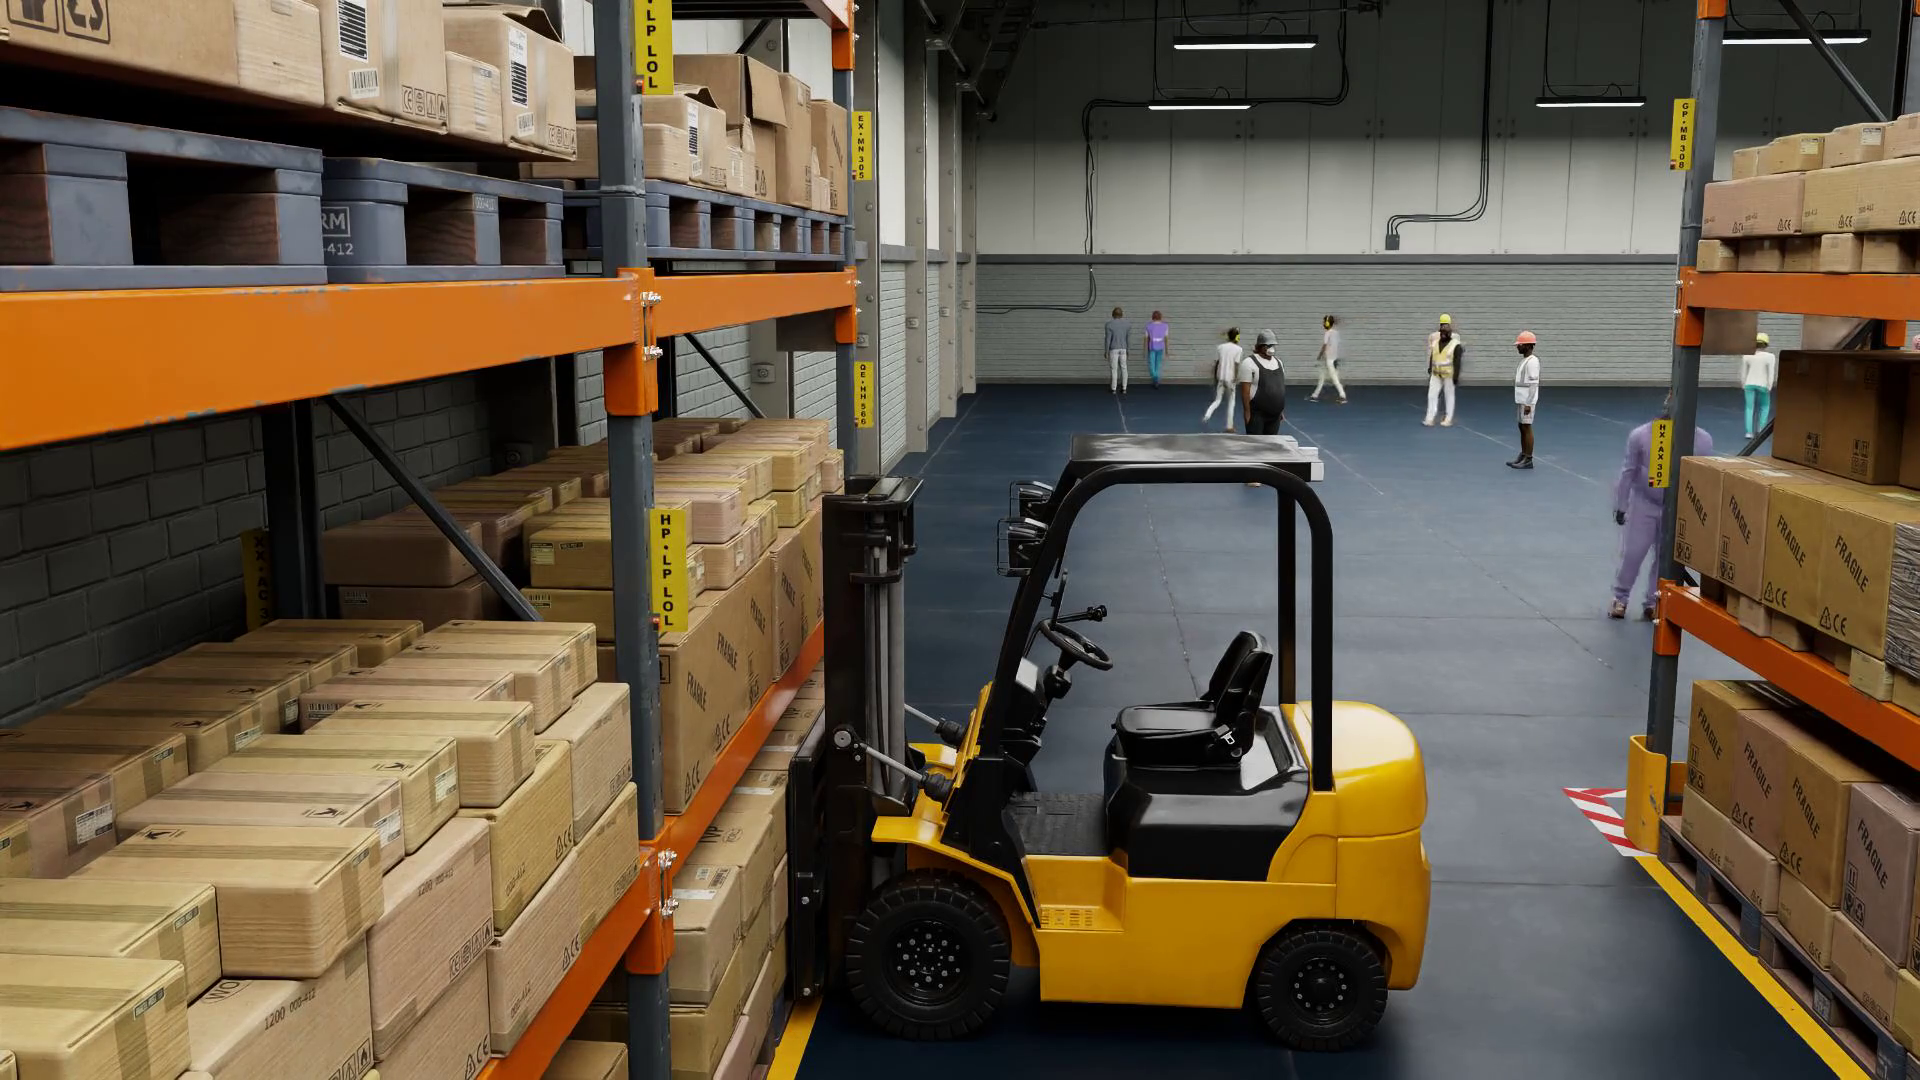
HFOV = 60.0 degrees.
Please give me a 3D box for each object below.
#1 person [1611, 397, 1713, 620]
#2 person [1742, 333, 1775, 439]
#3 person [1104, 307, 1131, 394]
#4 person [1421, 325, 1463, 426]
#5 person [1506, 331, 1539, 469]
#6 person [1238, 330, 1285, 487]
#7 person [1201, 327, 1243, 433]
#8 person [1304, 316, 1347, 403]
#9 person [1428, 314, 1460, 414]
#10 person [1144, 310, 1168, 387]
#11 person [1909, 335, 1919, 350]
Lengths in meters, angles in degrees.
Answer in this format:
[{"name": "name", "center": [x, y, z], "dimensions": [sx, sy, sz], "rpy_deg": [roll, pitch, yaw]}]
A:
[{"name": "person", "center": [5.644, -0.262, 13.338], "dimensions": [0.687, 1.880, 0.437], "rpy_deg": [2, 10, 13]}, {"name": "person", "center": [13.237, -2.551, 27.578], "dimensions": [0.528, 1.747, 0.598], "rpy_deg": [8, 12, 40]}, {"name": "person", "center": [3.528, -4.245, 37.275], "dimensions": [0.627, 1.941, 0.372], "rpy_deg": [-3, 10, -18]}, {"name": "person", "center": [8.532, -2.902, 29.513], "dimensions": [0.847, 1.807, 0.658], "rpy_deg": [-9, 13, -43]}, {"name": "person", "center": [7.972, -1.974, 23.516], "dimensions": [0.358, 1.936, 0.552], "rpy_deg": [1, 9, 6]}, {"name": "person", "center": [3.979, -1.712, 21.618], "dimensions": [0.677, 2.000, 0.536], "rpy_deg": [-6, 11, -32]}, {"name": "person", "center": [4.463, -2.697, 28.230], "dimensions": [0.541, 1.832, 0.773], "rpy_deg": [9, 13, 43]}, {"name": "person", "center": [7.687, -3.769, 34.760], "dimensions": [0.976, 1.819, 0.535], "rpy_deg": [6, 11, 31]}, {"name": "person", "center": [9.334, -3.389, 32.121], "dimensions": [0.603, 1.928, 0.371], "rpy_deg": [3, 10, 18]}, {"name": "person", "center": [4.594, -4.461, 38.912], "dimensions": [0.586, 1.826, 0.711], "rpy_deg": [-1, 9, -7]}, {"name": "person", "center": [18.191, -3.220, 31.335], "dimensions": [0.646, 1.853, 0.989], "rpy_deg": [0, 9, 2]}]
